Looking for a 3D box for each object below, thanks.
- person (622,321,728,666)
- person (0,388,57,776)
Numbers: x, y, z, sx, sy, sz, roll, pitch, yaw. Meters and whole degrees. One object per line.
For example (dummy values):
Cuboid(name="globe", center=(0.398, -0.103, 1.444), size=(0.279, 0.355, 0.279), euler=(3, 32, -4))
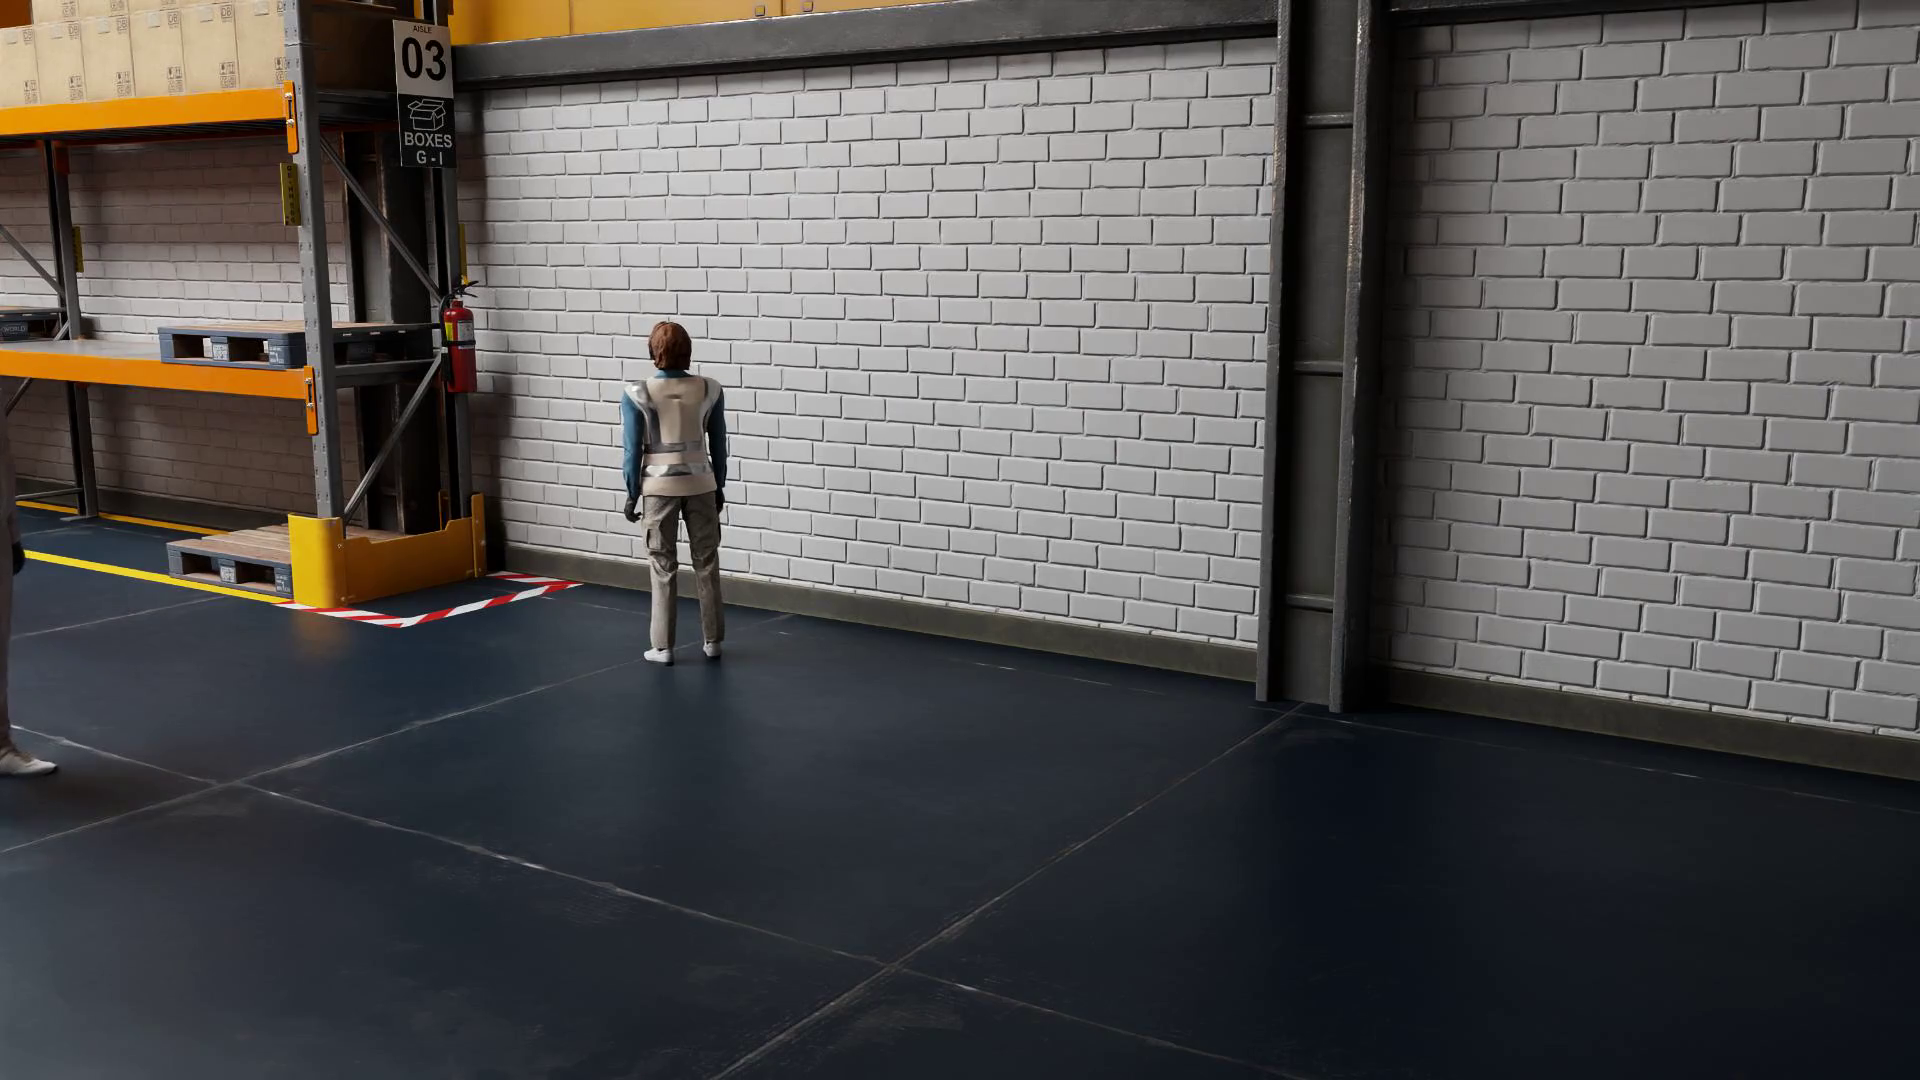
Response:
Cuboid(name="person", center=(-1.351, -0.214, 7.933), size=(0.514, 1.639, 0.314), euler=(-5, 11, -24))
Cuboid(name="person", center=(-3.619, 0.004, 6.019), size=(0.396, 1.898, 0.656), euler=(1, 10, 4))
